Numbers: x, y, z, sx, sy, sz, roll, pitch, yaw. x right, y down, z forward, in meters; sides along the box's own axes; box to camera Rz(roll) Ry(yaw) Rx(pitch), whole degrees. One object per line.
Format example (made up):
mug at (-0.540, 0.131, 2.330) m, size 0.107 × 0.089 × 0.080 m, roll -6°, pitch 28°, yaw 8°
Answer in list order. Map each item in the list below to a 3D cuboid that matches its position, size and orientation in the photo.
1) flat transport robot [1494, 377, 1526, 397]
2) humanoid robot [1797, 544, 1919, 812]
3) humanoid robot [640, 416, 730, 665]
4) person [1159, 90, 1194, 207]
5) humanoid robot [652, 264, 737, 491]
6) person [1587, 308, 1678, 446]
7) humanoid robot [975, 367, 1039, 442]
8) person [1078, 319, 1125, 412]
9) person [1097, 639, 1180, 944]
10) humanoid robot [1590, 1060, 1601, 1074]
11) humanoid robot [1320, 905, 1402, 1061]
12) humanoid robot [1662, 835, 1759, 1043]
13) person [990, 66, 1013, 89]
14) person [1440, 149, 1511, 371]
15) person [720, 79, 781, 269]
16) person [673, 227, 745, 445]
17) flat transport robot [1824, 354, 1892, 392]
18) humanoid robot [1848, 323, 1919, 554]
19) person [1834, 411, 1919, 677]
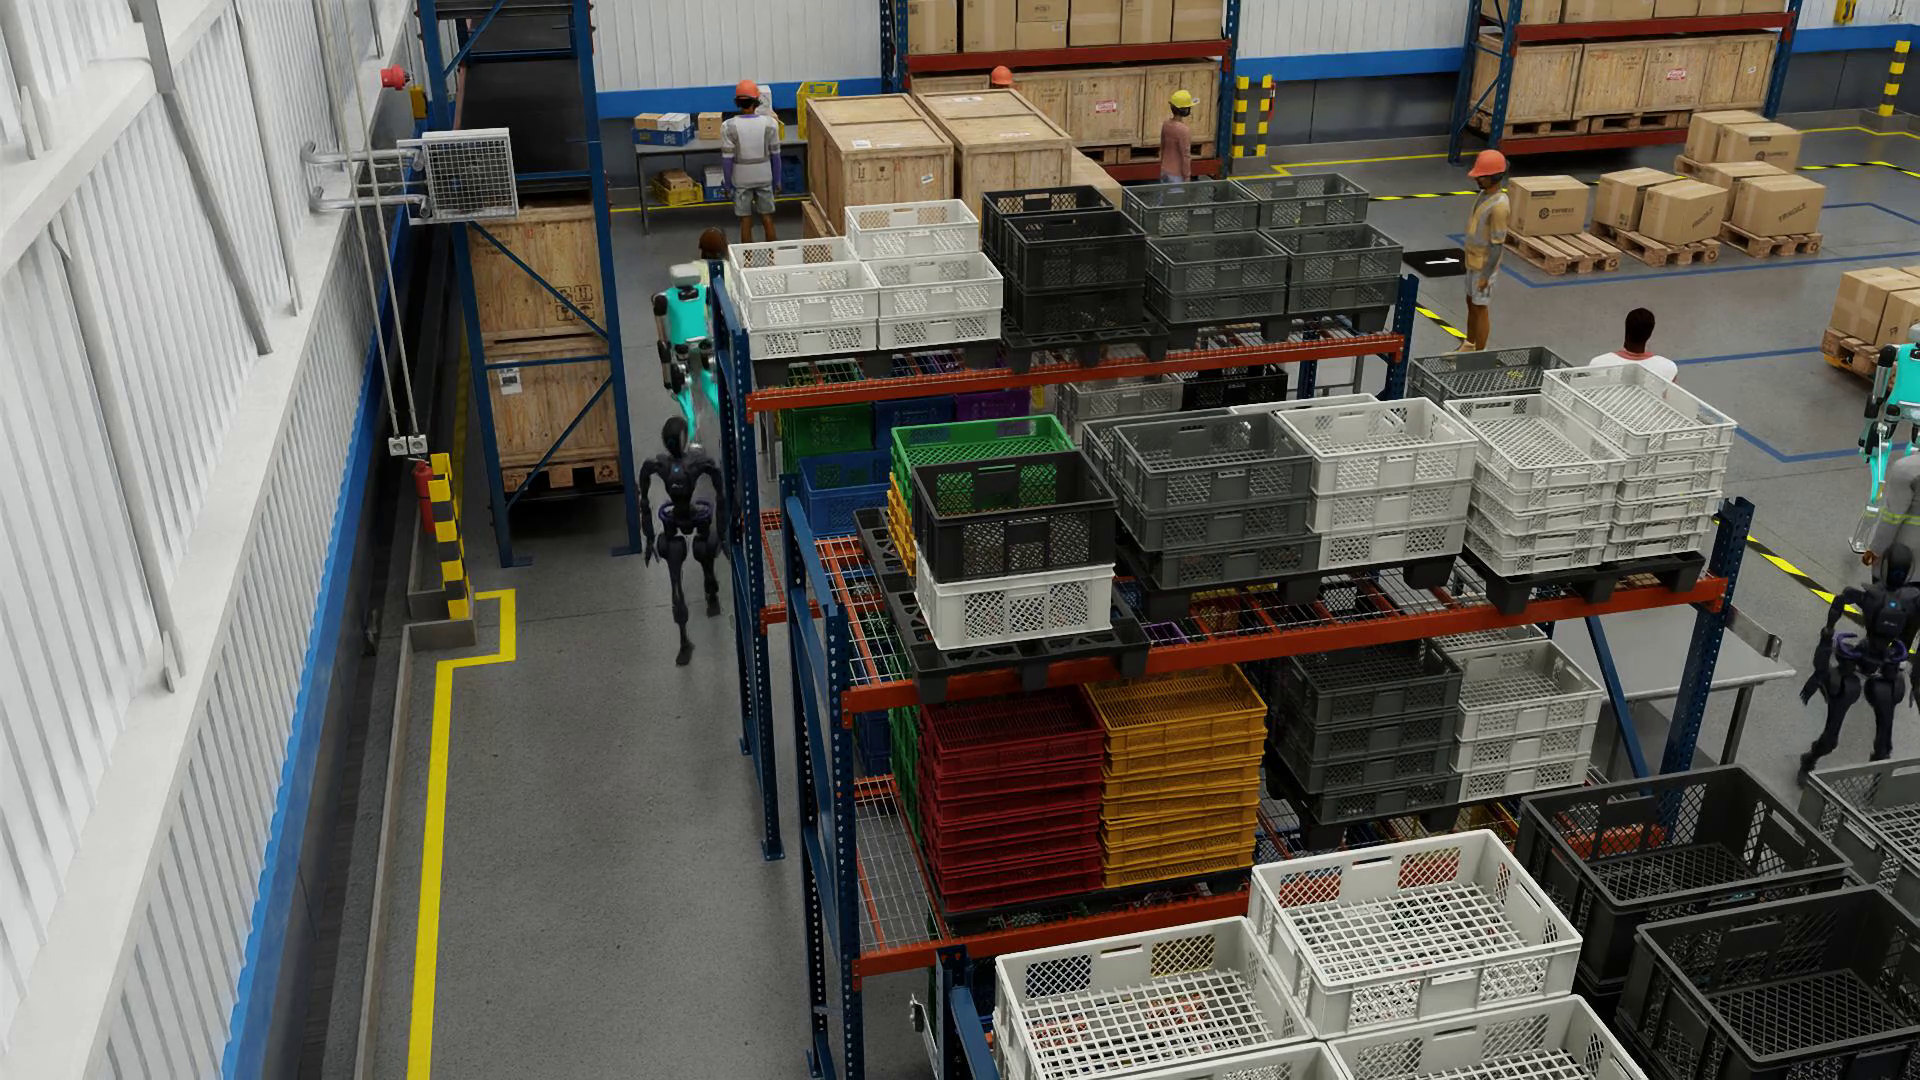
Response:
flat transport robot at (4.780, -1.036, 14.013) m, size 0.659 × 0.231 × 1.431 m, roll -6°, pitch 28°, yaw -12°
humanoid robot at (5.013, 0.724, 9.178) m, size 0.608 × 1.631 × 0.411 m, roll 7°, pitch 29°, yaw 14°
humanoid robot at (-1.748, -0.064, 10.729) m, size 0.589 × 1.648 × 0.789 m, roll -1°, pitch 28°, yaw -2°
person at (2.332, -3.958, 17.948) m, size 0.312 × 1.769 × 0.523 m, roll -11°, pitch 30°, yaw -21°
humanoid robot at (-1.939, -1.161, 12.709) m, size 0.530 × 1.816 × 0.744 m, roll -16°, pitch 32°, yaw -27°
person at (4.588, -0.684, 11.592) m, size 0.579 × 1.911 × 0.394 m, roll 7°, pitch 29°, yaw 14°
humanoid robot at (0.365, -1.240, 12.815) m, size 0.776 × 1.757 × 0.568 m, roll 3°, pitch 28°, yaw 5°
person at (0.959, -0.687, 11.659) m, size 0.327 × 1.843 × 0.512 m, roll -9°, pitch 29°, yaw -17°
person at (0.896, 1.241, 8.109) m, size 0.484 × 1.744 × 0.294 m, roll 21°, pitch 35°, yaw 35°
humanoid robot at (2.062, 2.400, 5.984) m, size 0.464 × 1.645 × 0.614 m, roll -16°, pitch 32°, yaw -28°
humanoid robot at (1.170, 2.182, 6.378) m, size 0.892 × 1.811 × 0.538 m, roll -6°, pitch 28°, yaw -12°
humanoid robot at (3.170, 1.895, 6.866) m, size 0.966 × 1.729 × 0.541 m, roll -8°, pitch 29°, yaw -15°
person at (0.435, -4.220, 18.259) m, size 0.544 × 1.942 × 0.348 m, roll -4°, pitch 28°, yaw -8°
person at (4.626, -2.475, 14.846) m, size 0.385 × 2.039 × 0.605 m, roll 1°, pitch 28°, yaw 2°
person at (-2.154, -3.726, 17.218) m, size 0.609 × 2.038 × 0.390 m, roll -8°, pitch 29°, yaw -14°
person at (-2.022, -1.686, 13.596) m, size 0.666 × 1.805 × 0.681 m, roll -7°, pitch 29°, yaw -12°
flat transport robot at (8.473, -1.467, 14.800) m, size 0.652 × 0.197 × 1.431 m, roll -6°, pitch 28°, yaw -12°
humanoid robot at (6.516, -0.632, 11.531) m, size 0.533 × 1.673 × 0.735 m, roll 14°, pitch 31°, yaw 24°
person at (5.900, -0.009, 10.364) m, size 0.597 × 1.850 × 0.386 m, roll -7°, pitch 29°, yaw -14°
